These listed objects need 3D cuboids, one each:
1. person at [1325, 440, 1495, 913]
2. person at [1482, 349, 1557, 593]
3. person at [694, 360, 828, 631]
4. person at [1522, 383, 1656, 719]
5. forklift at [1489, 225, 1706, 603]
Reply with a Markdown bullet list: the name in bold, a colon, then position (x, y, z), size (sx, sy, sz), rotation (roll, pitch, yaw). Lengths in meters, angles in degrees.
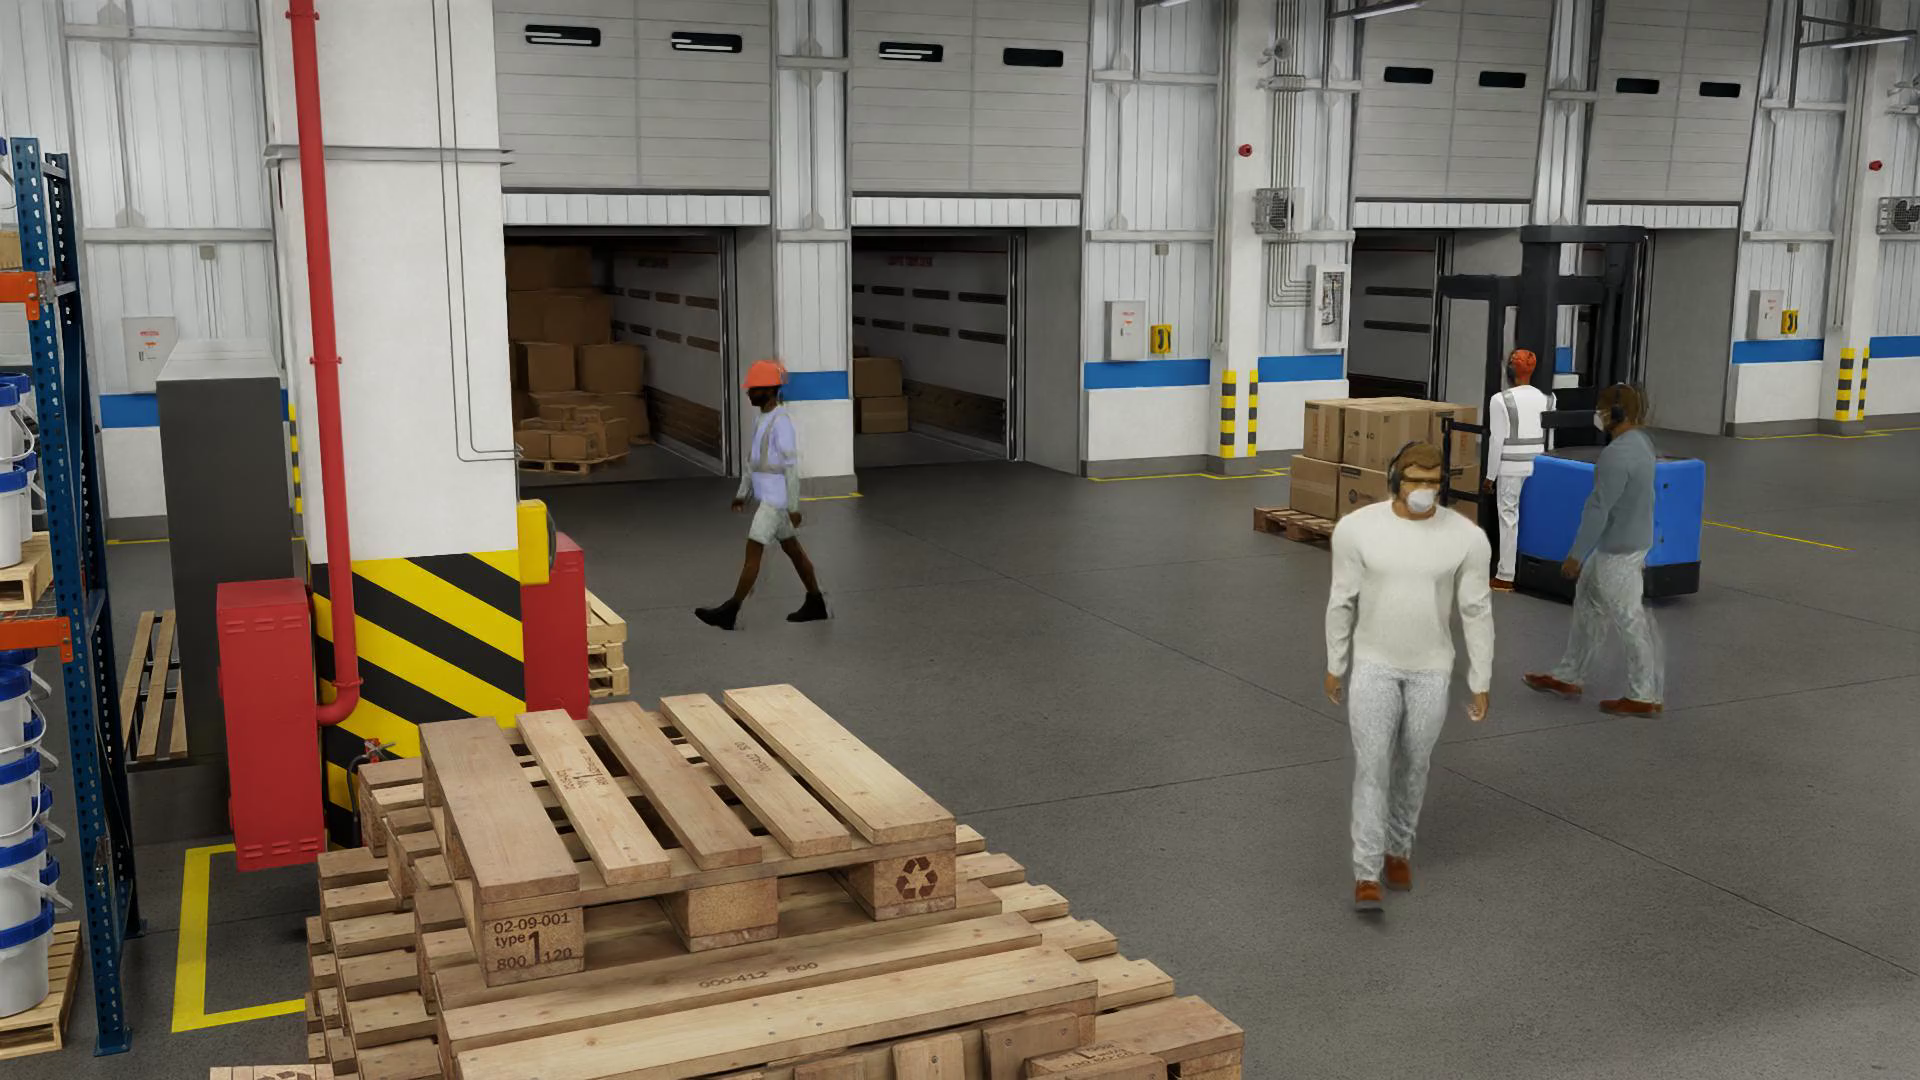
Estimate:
- **person**: position (1.820, 0.565, 6.724), size (0.658, 1.913, 0.805), rotation (1, 10, 8)
- **person**: position (4.303, -0.525, 12.835), size (0.576, 1.882, 0.362), rotation (-3, 11, -17)
- **person**: position (-1.377, -0.311, 11.648), size (1.002, 1.883, 0.553), rotation (-3, 11, -18)
- **person**: position (3.640, 0.057, 9.554), size (0.894, 1.902, 0.650), rotation (6, 12, 30)
- **forklift**: position (4.762, -1.043, 12.937), size (1.129, 2.768, 1.873), rotation (-4, 11, -23)
